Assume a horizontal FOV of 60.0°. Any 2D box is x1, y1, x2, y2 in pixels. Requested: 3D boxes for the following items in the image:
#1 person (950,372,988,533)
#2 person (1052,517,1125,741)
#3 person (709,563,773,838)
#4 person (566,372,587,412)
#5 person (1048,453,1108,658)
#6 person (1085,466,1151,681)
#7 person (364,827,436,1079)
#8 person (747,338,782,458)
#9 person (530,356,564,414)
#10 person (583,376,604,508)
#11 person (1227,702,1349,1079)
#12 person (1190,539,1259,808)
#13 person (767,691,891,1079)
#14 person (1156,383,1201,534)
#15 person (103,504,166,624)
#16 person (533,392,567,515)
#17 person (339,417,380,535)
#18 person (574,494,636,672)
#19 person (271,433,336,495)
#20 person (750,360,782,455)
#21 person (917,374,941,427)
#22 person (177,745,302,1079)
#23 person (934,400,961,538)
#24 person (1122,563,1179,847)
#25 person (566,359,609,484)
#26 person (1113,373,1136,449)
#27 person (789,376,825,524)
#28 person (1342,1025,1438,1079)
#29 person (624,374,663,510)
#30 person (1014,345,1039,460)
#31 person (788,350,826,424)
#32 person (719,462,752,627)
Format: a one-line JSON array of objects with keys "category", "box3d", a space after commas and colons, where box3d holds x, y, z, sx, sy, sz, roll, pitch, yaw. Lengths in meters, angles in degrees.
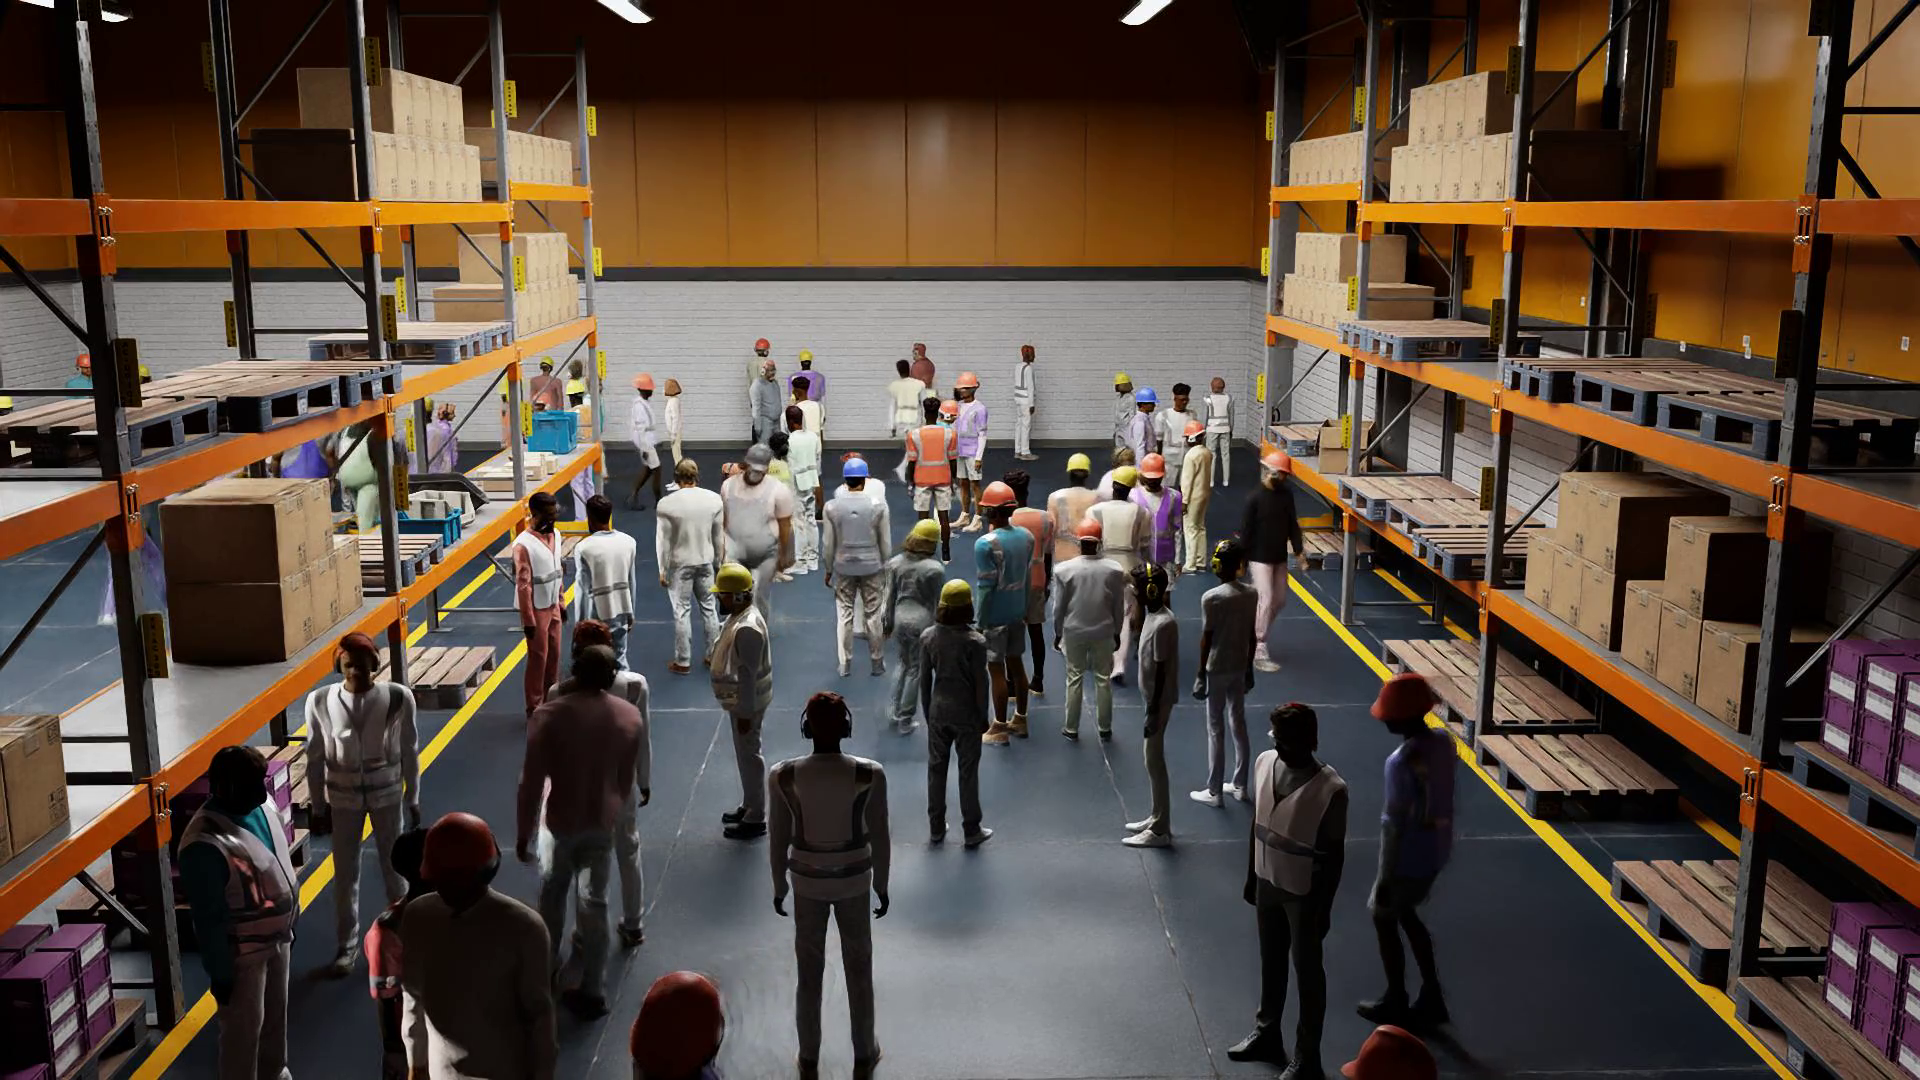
[{"category": "person", "box3d": [0.096, -1.116, 21.221, 0.375, 2.044, 0.607, -8, 14, -35]}, {"category": "person", "box3d": [0.992, 0.691, 12.890, 0.565, 1.751, 0.330, -1, 11, -3]}, {"category": "person", "box3d": [-1.442, 1.044, 10.957, 0.404, 1.824, 0.586, -3, 12, -15]}, {"category": "person", "box3d": [-5.785, -1.765, 25.500, 0.497, 1.636, 0.286, -7, 14, -33]}, {"category": "person", "box3d": [1.065, 0.172, 15.165, 0.647, 1.882, 0.667, -4, 12, -17]}, {"category": "person", "box3d": [1.391, 0.282, 14.673, 0.594, 1.874, 0.991, 0, 11, 2]}, {"category": "person", "box3d": [-2.130, 1.958, 6.677, 0.317, 1.695, 0.540, 5, 12, 22]}, {"category": "person", "box3d": [-3.226, -2.317, 27.362, 0.612, 1.997, 0.375, 7, 13, 30]}, {"category": "person", "box3d": [-6.631, -2.072, 26.755, 0.529, 1.752, 0.340, 0, 11, -2]}, {"category": "person", "box3d": [-5.066, -1.364, 22.980, 0.341, 1.839, 0.503, -1, 11, -4]}, {"category": "person", "box3d": [1.579, 1.647, 7.877, 0.390, 1.840, 0.565, -8, 14, -34]}, {"category": "person", "box3d": [1.832, 0.918, 11.495, 0.511, 1.861, 0.313, -8, 14, -34]}, {"category": "person", "box3d": [-0.609, 1.627, 7.860, 0.573, 1.887, 0.356, 0, 11, -1]}, {"category": "person", "box3d": [2.743, -1.004, 20.886, 0.605, 1.957, 0.374, -3, 12, -13]}, {"category": "person", "box3d": [-8.192, -0.089, 16.639, 0.541, 1.818, 0.967, 10, 15, 41]}, {"category": "person", "box3d": [-5.479, -1.109, 22.048, 0.570, 1.710, 0.866, 5, 12, 25]}, {"category": "person", "box3d": [-6.907, -0.757, 19.426, 0.688, 2.000, 0.962, 6, 13, 29]}, {"category": "person", "box3d": [-2.755, 0.595, 13.001, 0.396, 1.906, 0.600, 7, 13, 33]}, {"category": "person", "box3d": [-7.680, -0.762, 19.452, 0.684, 2.000, 0.936, -11, 16, -43]}, {"category": "person", "box3d": [-2.839, -1.728, 24.677, 0.401, 1.894, 0.653, 5, 12, 25]}, {"category": "person", "box3d": [-0.504, -1.774, 25.705, 0.531, 1.585, 0.930, -3, 12, -16]}, {"category": "person", "box3d": [-3.115, 1.772, 7.293, 0.429, 1.831, 0.631, 1, 11, 3]}, {"category": "person", "box3d": [-0.165, -0.890, 20.851, 0.348, 1.740, 0.575, -3, 12, -16]}, {"category": "person", "box3d": [1.240, 1.063, 10.786, 0.350, 1.856, 0.522, 1, 11, 3]}, {"category": "person", "box3d": [-5.725, -1.733, 24.708, 1.021, 1.883, 0.657, -4, 12, -18]}, {"category": "person", "box3d": [2.383, -1.580, 24.335, 0.325, 1.732, 0.491, -6, 13, -27]}, {"category": "person", "box3d": [-2.017, -1.154, 21.671, 0.373, 1.946, 0.609, 10, 15, 41]}, {"category": "person", "box3d": [1.265, 2.272, 4.955, 0.327, 1.753, 0.563, 8, 14, 36]}, {"category": "person", "box3d": [-4.278, -1.324, 22.646, 0.672, 1.894, 0.620, -1, 11, -3]}, {"category": "person", "box3d": [1.078, -2.265, 27.382, 0.337, 1.882, 0.585, -4, 12, -21]}, {"category": "person", "box3d": [-2.385, -2.004, 25.989, 0.588, 1.920, 0.395, -2, 12, -12]}, {"category": "person", "box3d": [-2.204, 0.047, 16.403, 0.309, 1.641, 0.515, 6, 13, 28]}]
